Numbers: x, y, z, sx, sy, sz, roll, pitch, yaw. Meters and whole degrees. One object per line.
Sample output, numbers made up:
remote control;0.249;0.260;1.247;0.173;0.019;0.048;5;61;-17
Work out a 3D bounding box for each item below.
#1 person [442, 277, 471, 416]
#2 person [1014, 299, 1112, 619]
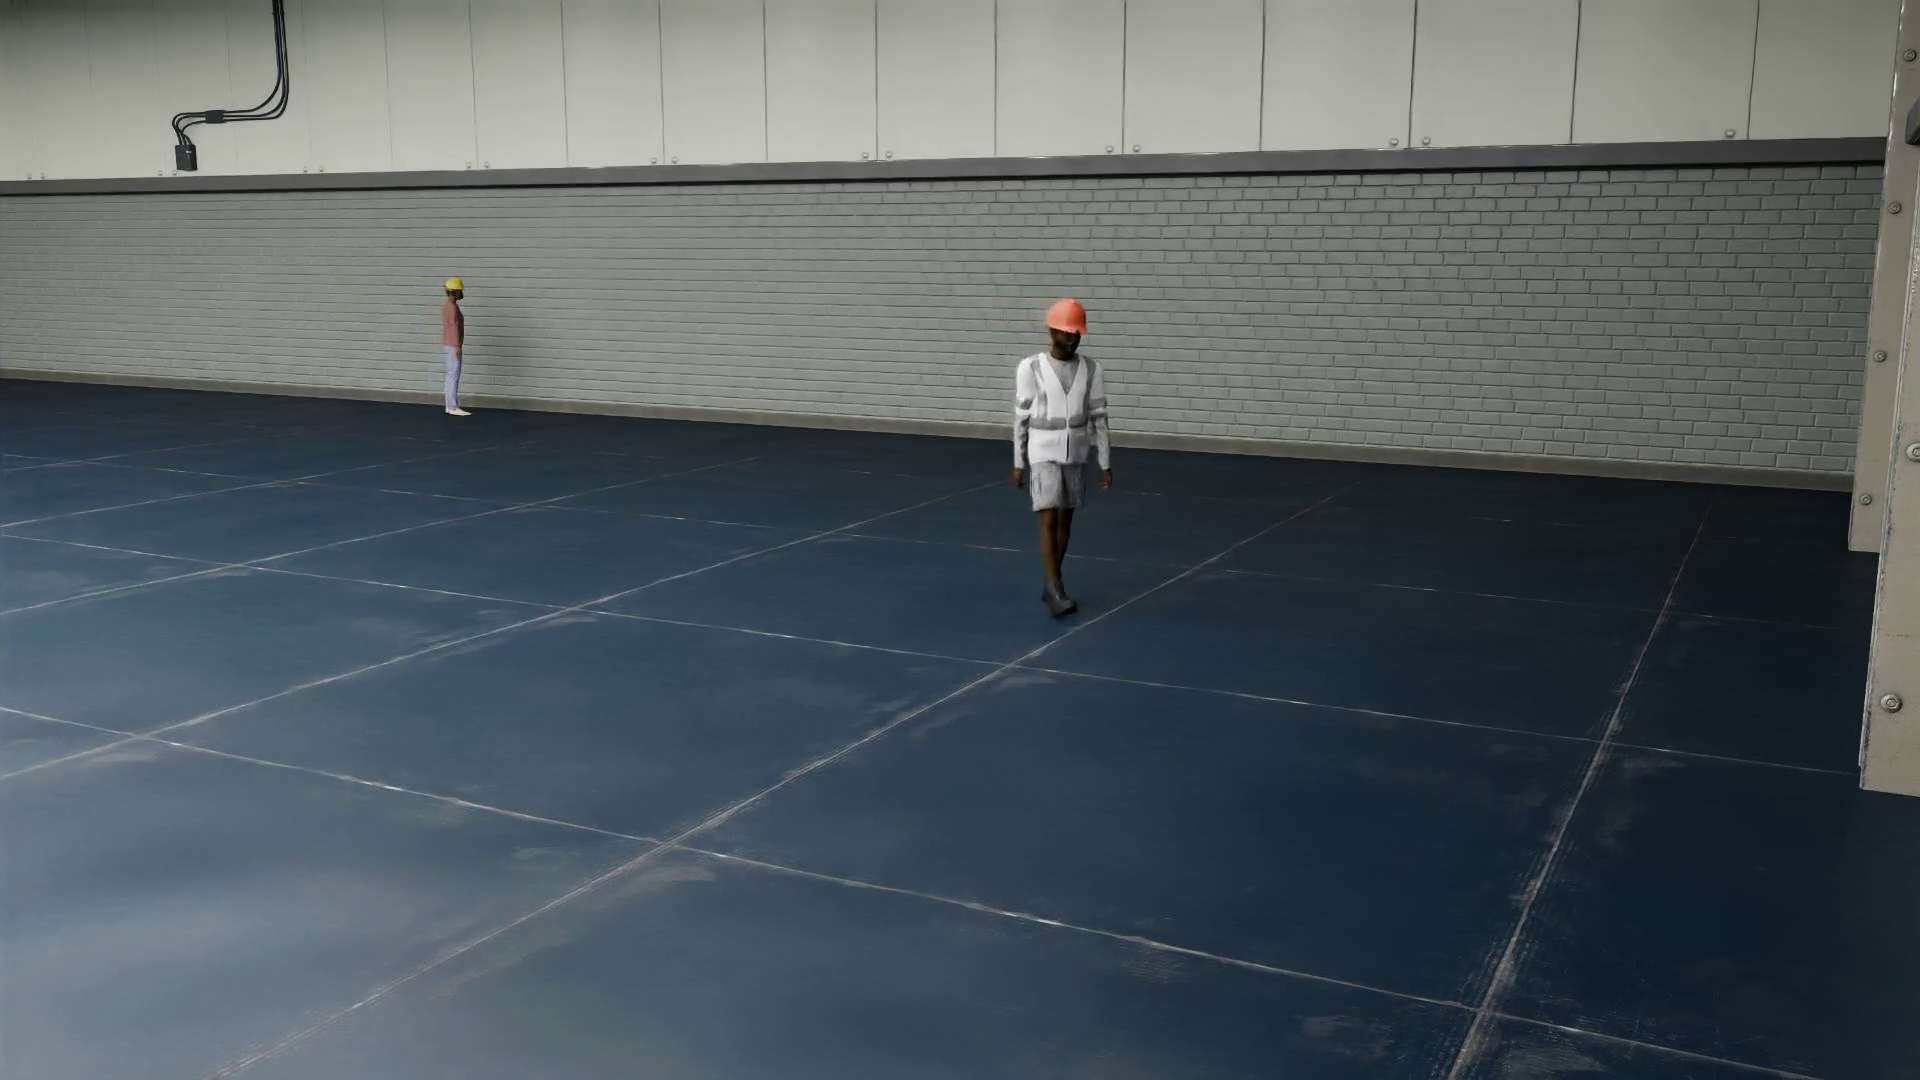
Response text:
person;-6.445;-2.473;21.283;0.330;1.765;0.533;-5;11;-25
person;0.654;-0.483;10.038;0.571;1.904;0.802;-4;11;-18
